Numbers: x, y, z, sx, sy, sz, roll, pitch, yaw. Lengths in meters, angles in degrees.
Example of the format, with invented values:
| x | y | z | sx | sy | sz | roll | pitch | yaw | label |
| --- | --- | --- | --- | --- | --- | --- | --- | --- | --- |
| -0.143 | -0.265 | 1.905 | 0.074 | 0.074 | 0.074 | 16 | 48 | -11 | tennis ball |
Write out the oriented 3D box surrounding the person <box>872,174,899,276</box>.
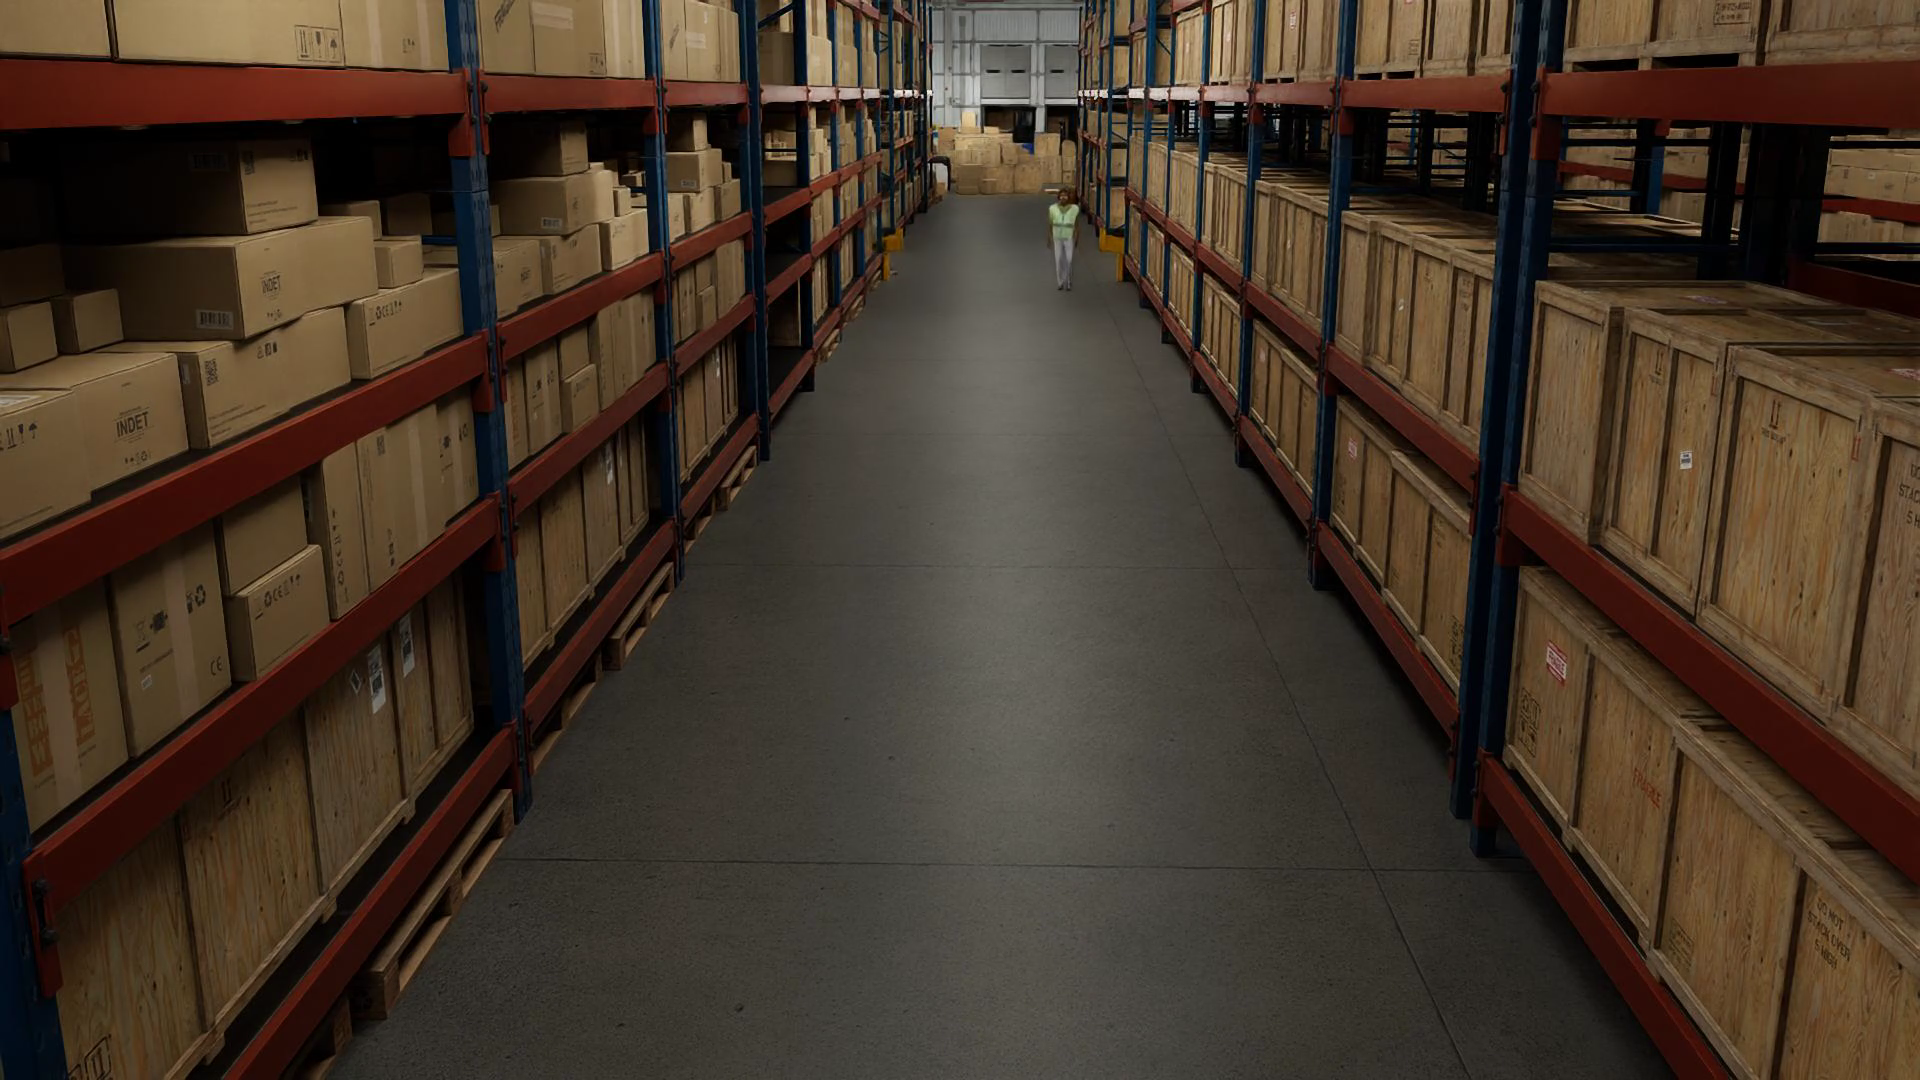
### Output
| x | y | z | sx | sy | sz | roll | pitch | yaw | label |
| --- | --- | --- | --- | --- | --- | --- | --- | --- | --- |
| -1.703 | -6.133 | 32.313 | 0.948 | 1.990 | 0.652 | 3 | 15 | 11 | person |

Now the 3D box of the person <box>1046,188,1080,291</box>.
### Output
| x | y | z | sx | sy | sz | roll | pitch | yaw | label |
| --- | --- | --- | --- | --- | --- | --- | --- | --- | --- |
| 1.841 | -5.355 | 29.734 | 0.569 | 1.812 | 0.822 | 2 | 15 | 6 | person |

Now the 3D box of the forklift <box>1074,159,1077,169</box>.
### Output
| x | y | z | sx | sy | sz | roll | pitch | yaw | label |
| --- | --- | --- | --- | --- | --- | --- | --- | --- | --- |
| 5.236 | -14.414 | 61.421 | 1.873 | 2.768 | 1.129 | 12 | 19 | 38 | forklift |

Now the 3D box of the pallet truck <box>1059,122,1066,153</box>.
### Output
| x | y | z | sx | sy | sz | roll | pitch | yaw | label |
| --- | --- | --- | --- | --- | --- | --- | --- | --- | --- |
| 5.788 | -21.111 | 88.014 | 1.885 | 1.965 | 0.823 | 5 | 16 | 18 | pallet truck |

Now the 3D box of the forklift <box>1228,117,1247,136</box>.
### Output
| x | y | z | sx | sy | sz | roll | pitch | yaw | label |
| --- | --- | --- | --- | --- | --- | --- | --- | --- | --- |
| 7.810 | -10.233 | 45.866 | 1.129 | 2.768 | 1.873 | 0 | 15 | 2 | forklift |

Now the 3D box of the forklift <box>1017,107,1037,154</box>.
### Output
| x | y | z | sx | sy | sz | roll | pitch | yaw | label |
| --- | --- | --- | --- | --- | --- | --- | --- | --- | --- |
| 3.265 | -19.752 | 81.281 | 1.129 | 2.768 | 1.873 | -7 | 17 | -24 | forklift |
